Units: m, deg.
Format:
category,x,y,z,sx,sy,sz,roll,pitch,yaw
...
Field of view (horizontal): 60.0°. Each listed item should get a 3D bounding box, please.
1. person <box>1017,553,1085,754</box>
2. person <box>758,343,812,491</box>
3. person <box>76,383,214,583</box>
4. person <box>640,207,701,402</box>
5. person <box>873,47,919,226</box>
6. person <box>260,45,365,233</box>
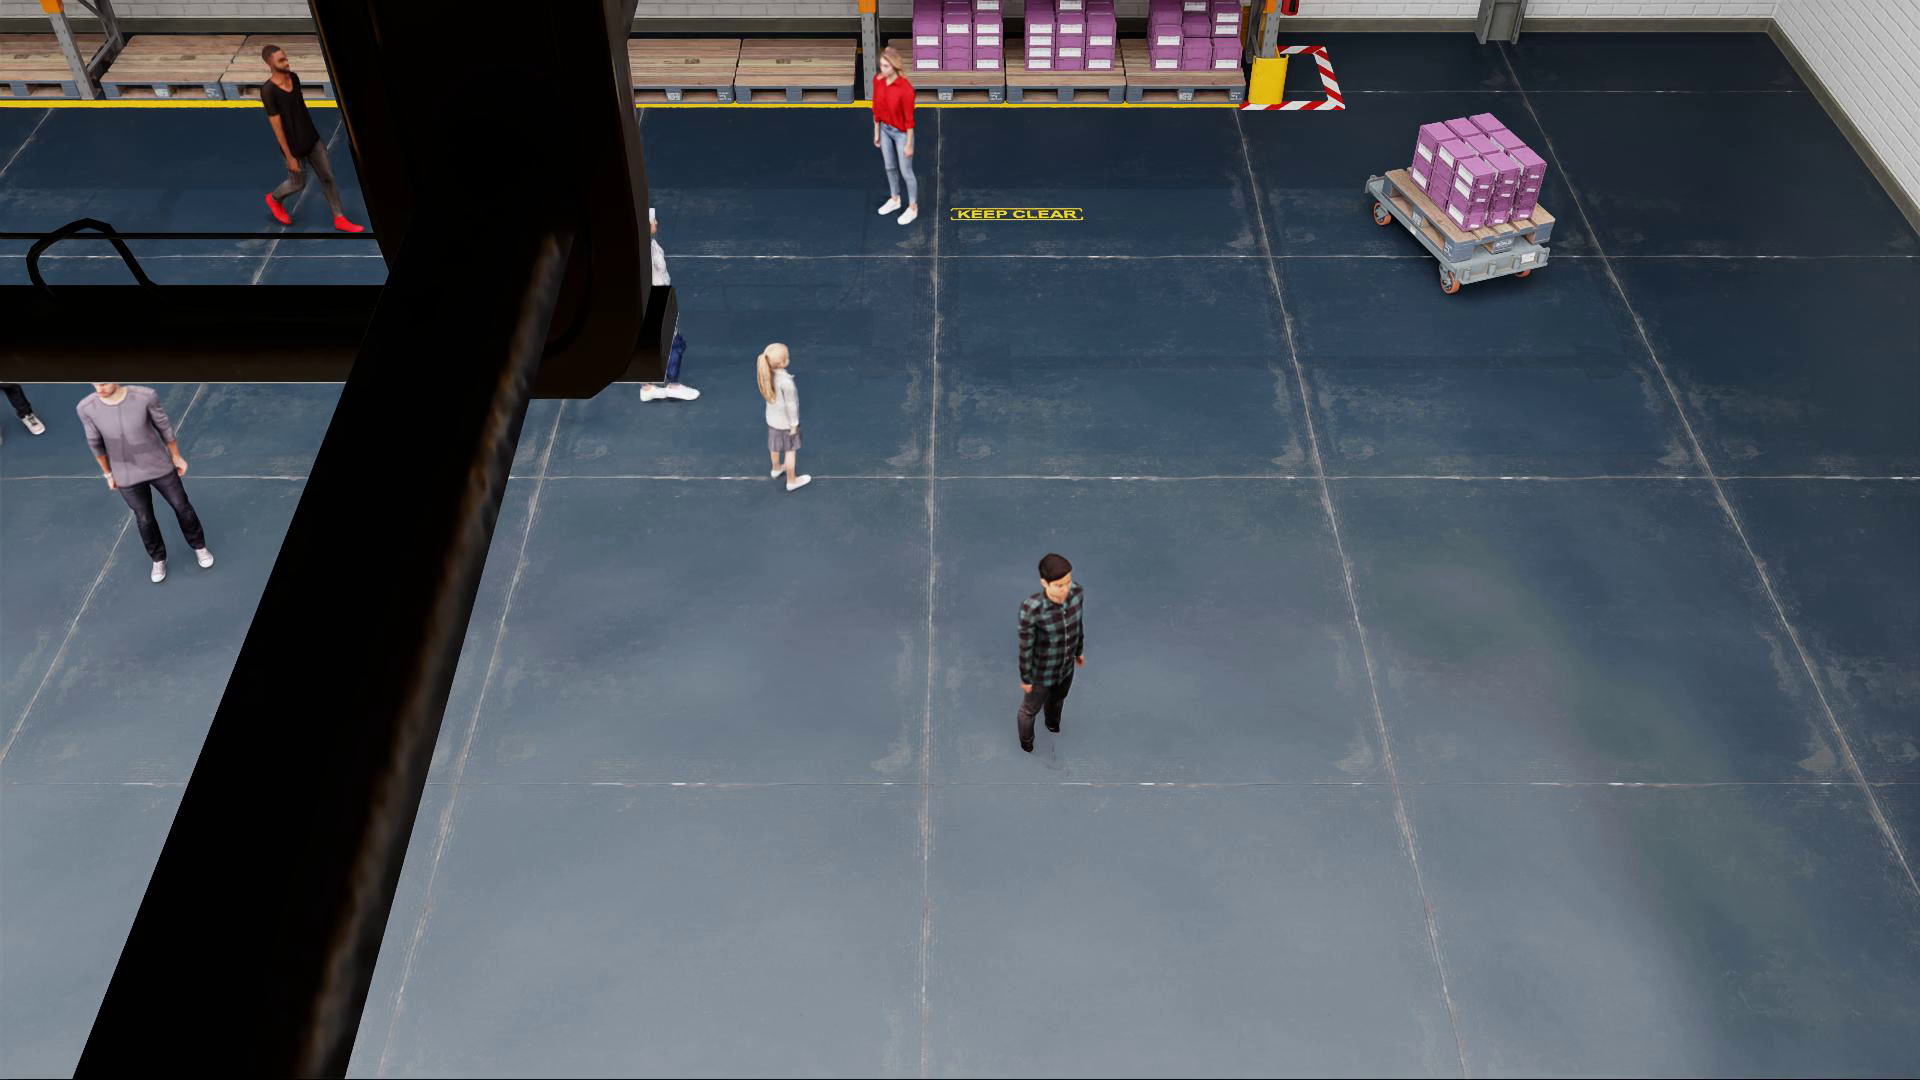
category,x,y,z,sx,sy,sz,roll,pitch,yaw
person,0.560,0.746,10.384,0.707,1.715,0.781,-28,50,-26
person,-1.322,-0.924,12.311,0.666,1.275,0.615,-31,51,-28
person,-5.639,-0.524,11.474,0.633,1.851,0.805,-16,46,-16
person,-2.471,-1.774,12.851,0.781,1.760,0.732,-11,45,-11
person,-0.565,-3.620,14.834,0.684,1.699,0.762,30,51,28
person,-5.903,-3.499,14.651,1.219,1.776,0.939,16,46,16
